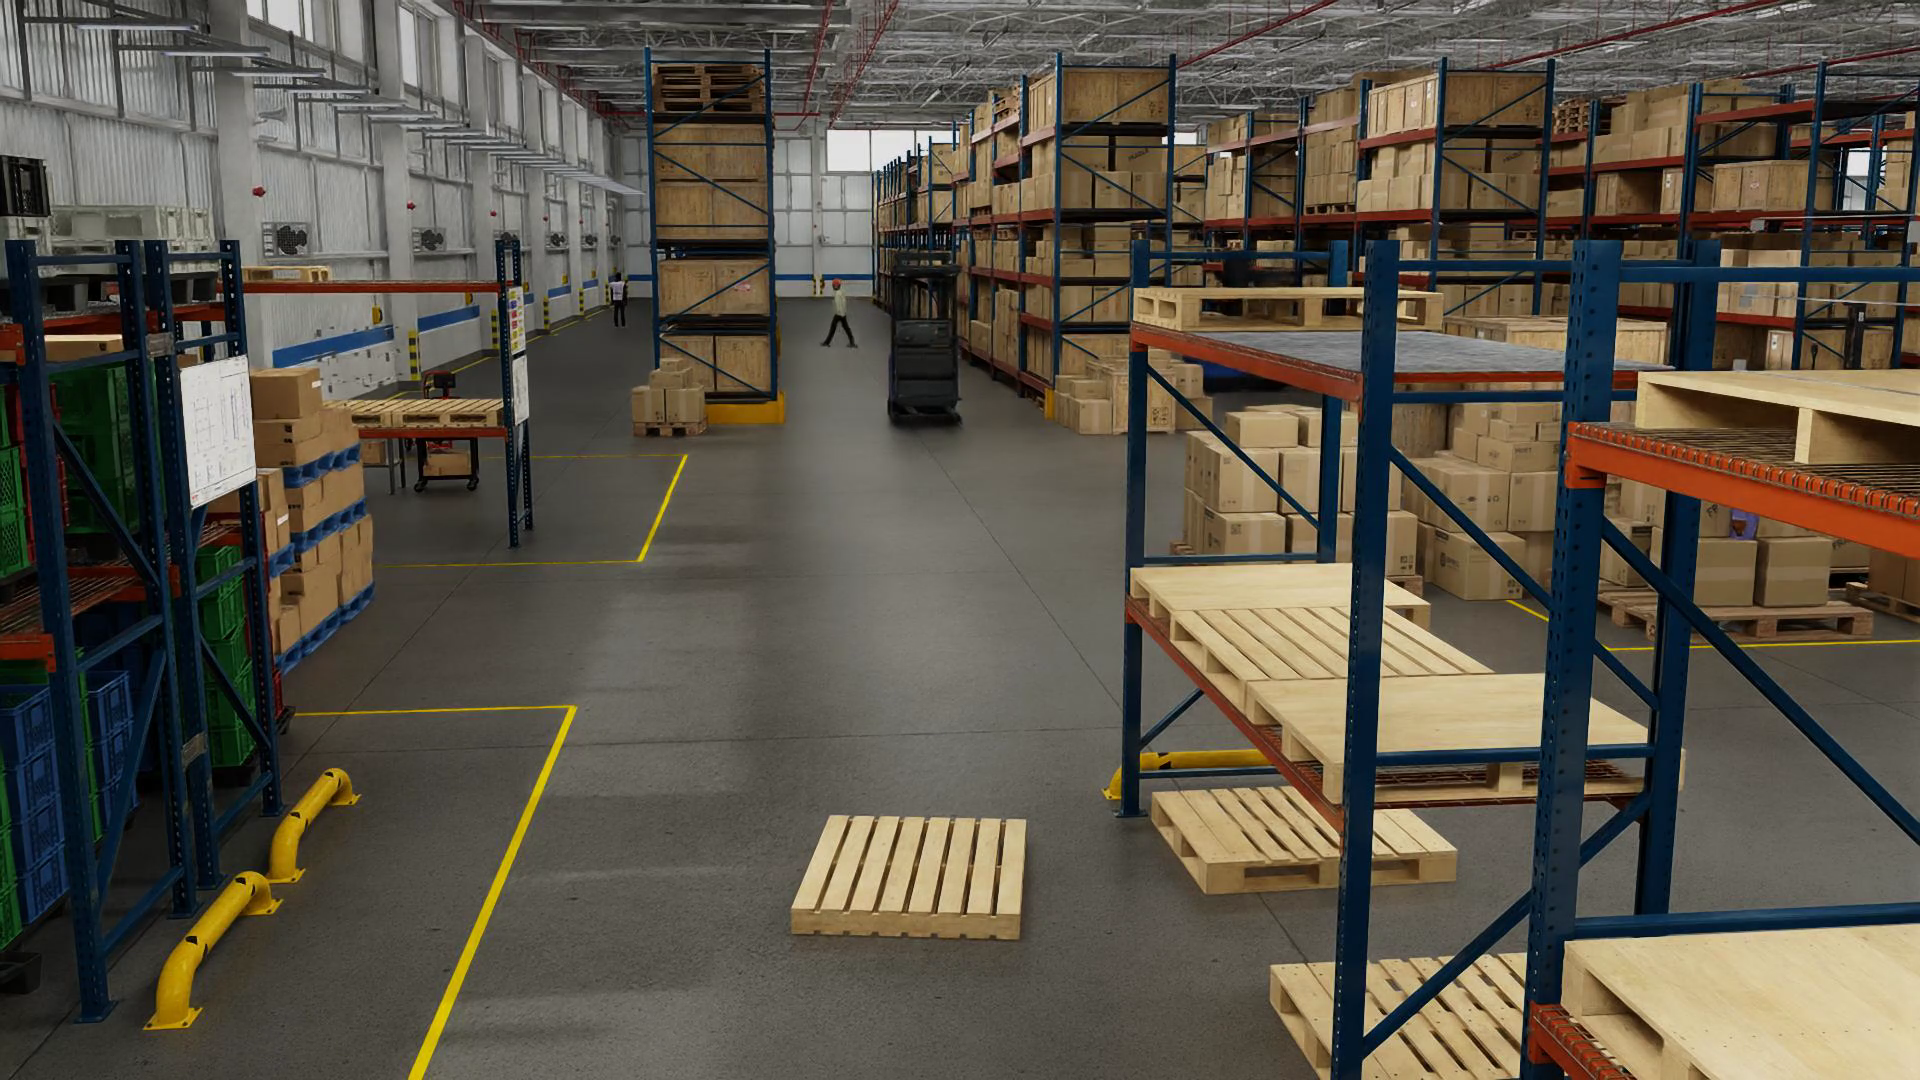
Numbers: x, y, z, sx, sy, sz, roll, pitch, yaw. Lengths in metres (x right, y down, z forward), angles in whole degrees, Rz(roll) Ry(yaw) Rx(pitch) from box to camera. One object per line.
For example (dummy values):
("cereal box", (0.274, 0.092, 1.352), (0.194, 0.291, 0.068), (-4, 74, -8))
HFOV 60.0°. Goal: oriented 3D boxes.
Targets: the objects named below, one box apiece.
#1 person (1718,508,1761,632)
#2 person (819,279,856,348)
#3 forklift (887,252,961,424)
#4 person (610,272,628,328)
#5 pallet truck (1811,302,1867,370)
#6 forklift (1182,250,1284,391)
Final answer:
("person", (6.154, -0.225, 12.901), (0.610, 1.916, 0.443), (-10, 14, -43))
("person", (-3.414, -6.386, 46.951), (1.045, 1.941, 0.629), (3, 11, 16))
("forklift", (-0.638, -3.431, 27.946), (1.129, 2.768, 1.873), (-1, 10, -6))
("person", (-11.764, -8.258, 57.357), (0.588, 1.920, 0.392), (2, 11, 13))
("pallet truck", (15.846, -3.142, 28.793), (1.885, 1.965, 0.823), (2, 10, 12))
("forklift", (5.502, -4.431, 33.487), (1.873, 2.768, 1.129), (-1, 10, -6))
